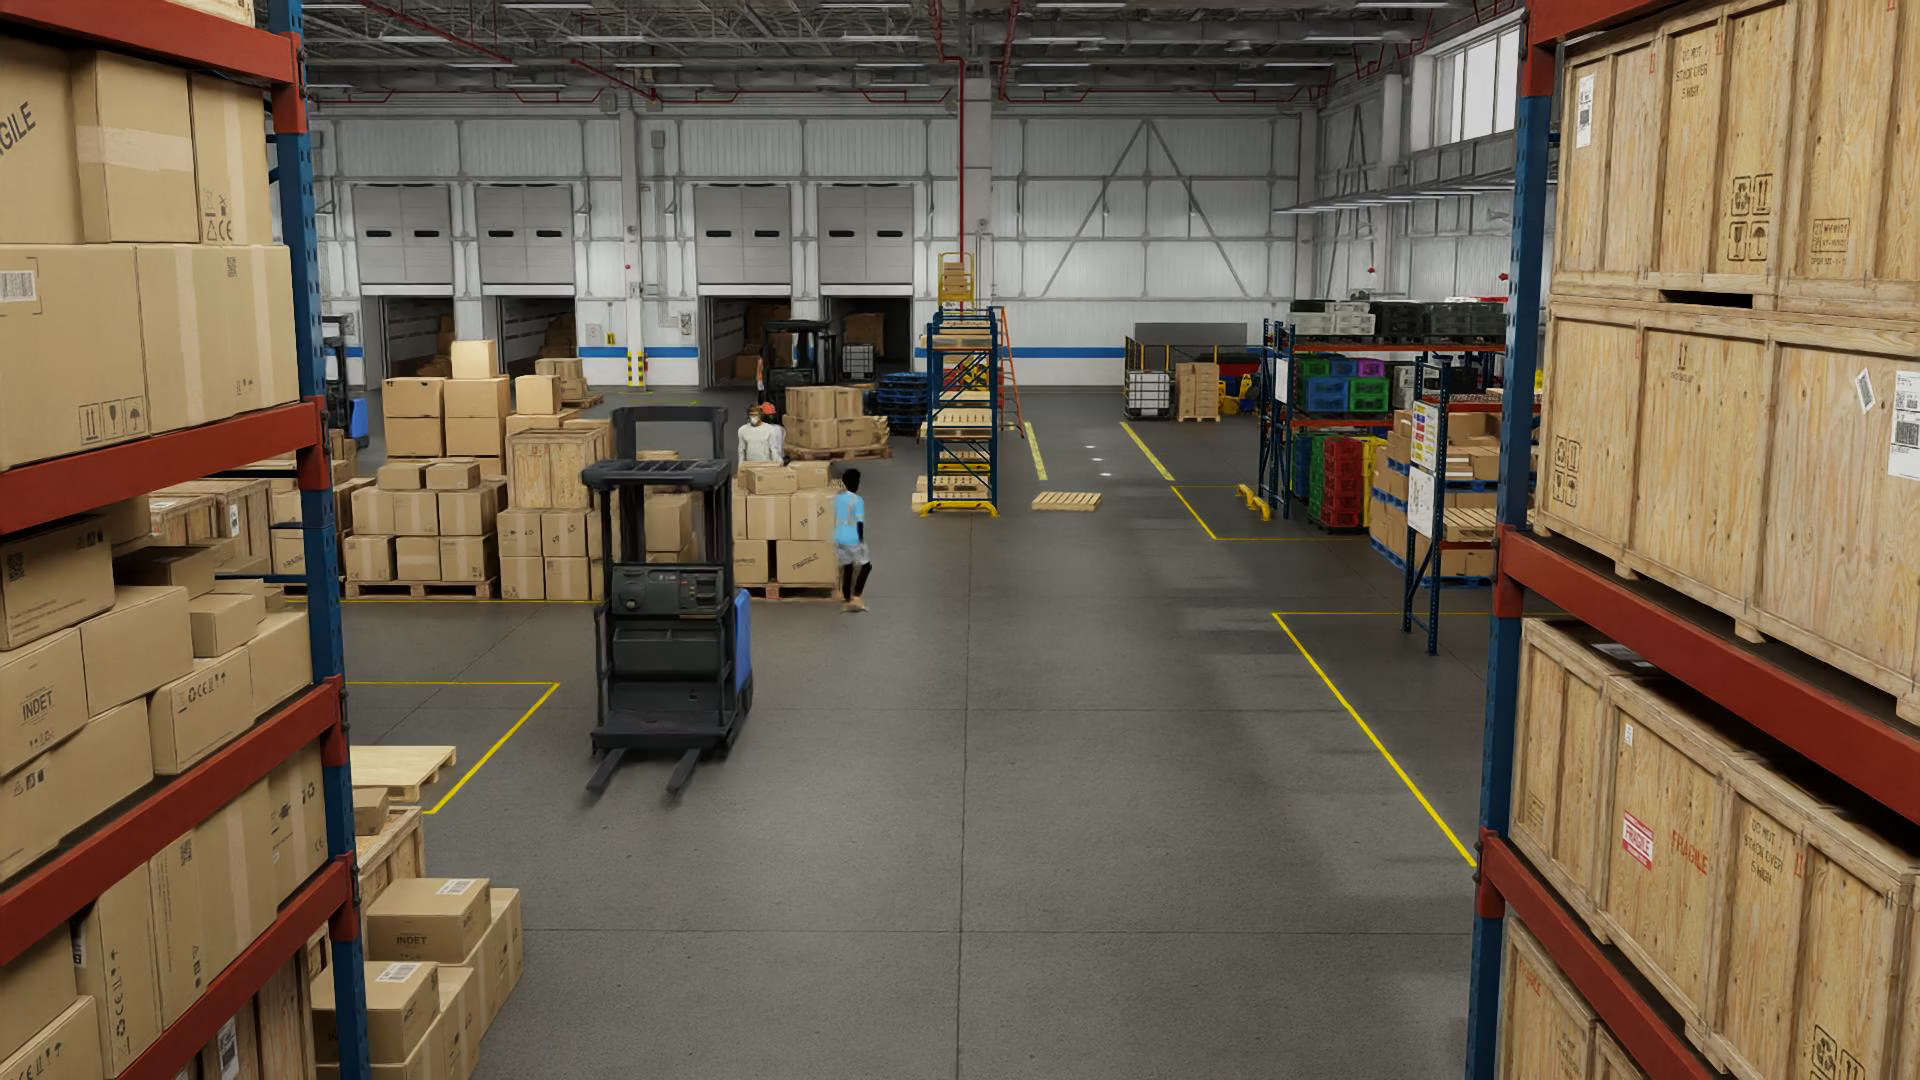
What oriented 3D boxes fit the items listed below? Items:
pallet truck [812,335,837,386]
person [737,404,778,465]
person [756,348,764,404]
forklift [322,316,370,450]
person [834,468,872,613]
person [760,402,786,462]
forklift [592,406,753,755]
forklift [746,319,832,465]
[{"bbox_3d":[-3.021,-4.312,43.126,1.885,1.965,0.823,3,10,17],"label":"pallet truck"},{"bbox_3d":[-2.962,-1.029,24.401,0.630,1.931,0.368,3,10,15],"label":"person"},{"bbox_3d":[-5.087,-4.128,42.933,0.321,1.695,0.529,-3,10,-15],"label":"person"},{"bbox_3d":[-12.995,-3.188,34.094,1.129,2.768,1.873,0,10,-1],"label":"forklift"},{"bbox_3d":[-1.231,0.012,19.136,0.429,1.664,0.581,-8,13,-40],"label":"person"},{"bbox_3d":[-2.832,-1.080,24.658,0.377,1.933,0.551,7,12,35],"label":"person"},{"bbox_3d":[-2.441,0.246,14.284,1.129,2.768,1.873,0,10,1],"label":"forklift"},{"bbox_3d":[-3.403,-2.904,32.456,1.129,2.768,1.873,-5,11,-27],"label":"forklift"}]
